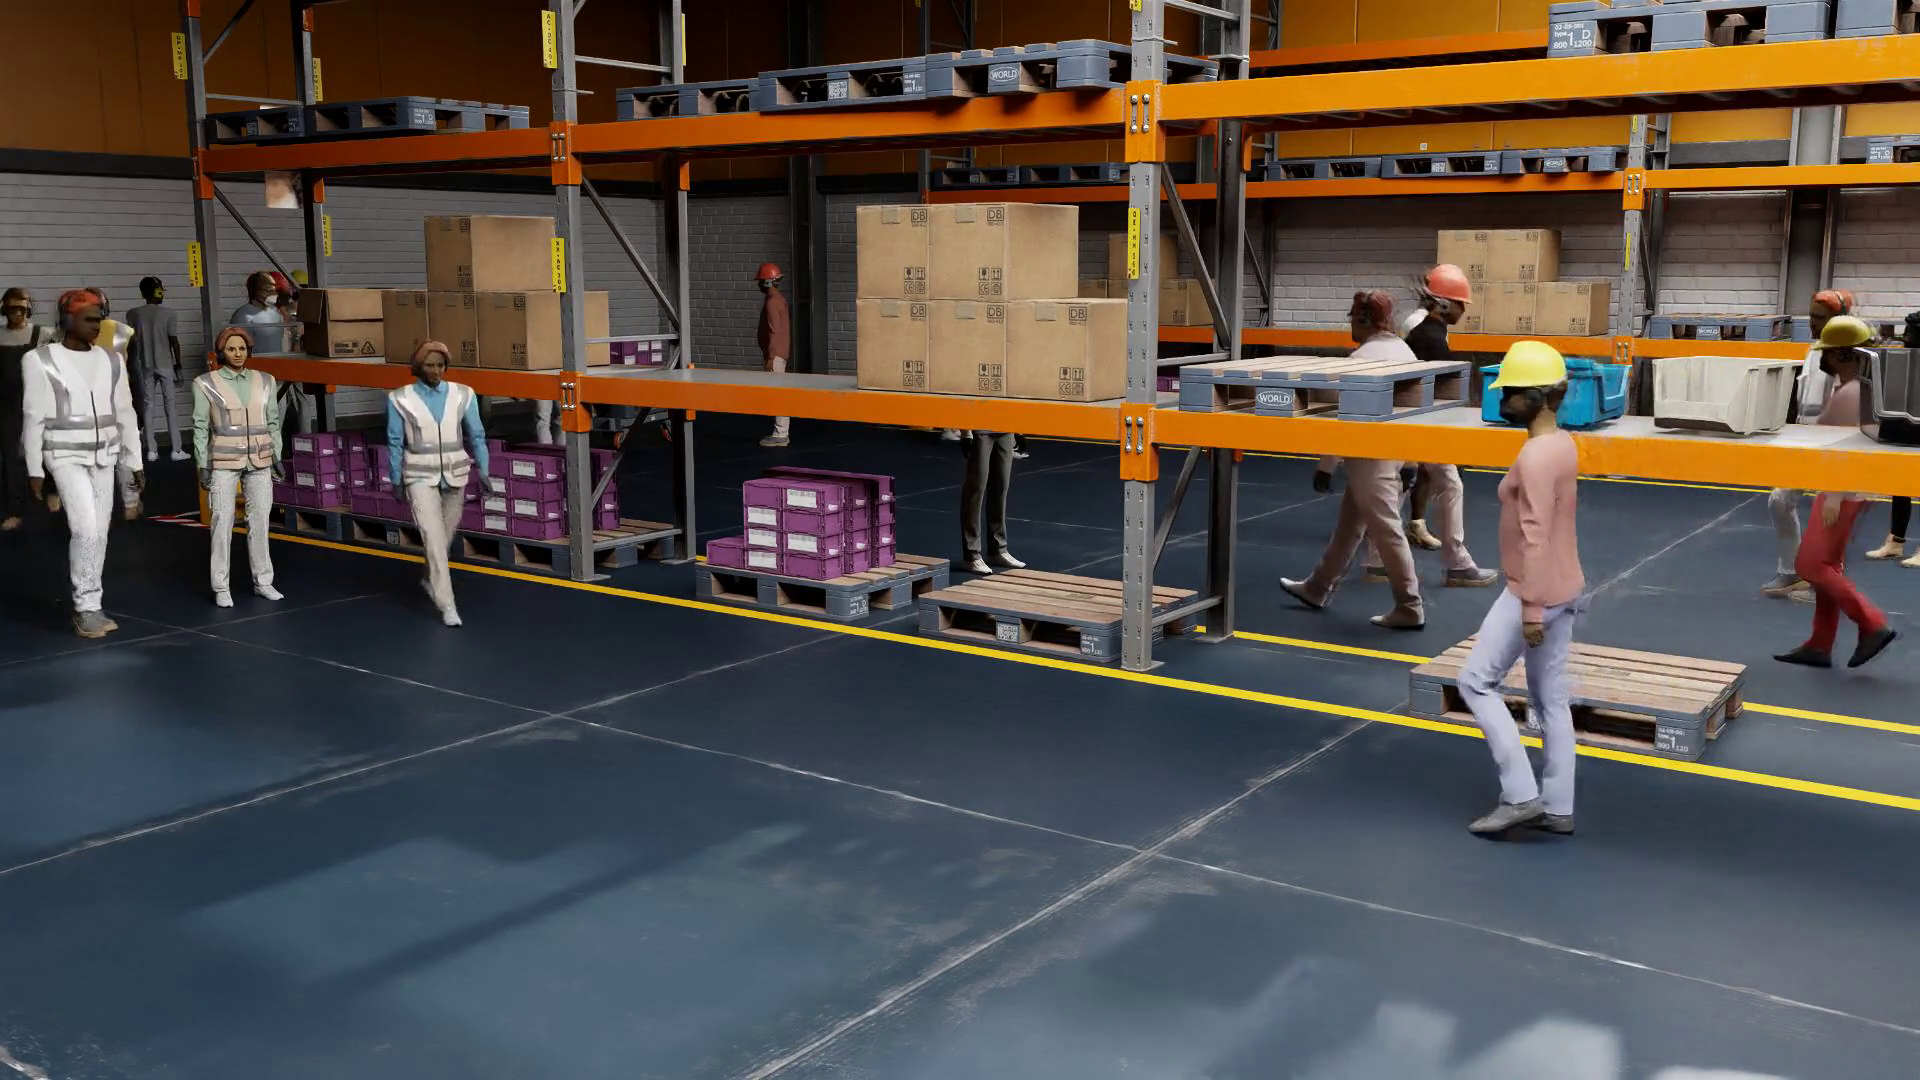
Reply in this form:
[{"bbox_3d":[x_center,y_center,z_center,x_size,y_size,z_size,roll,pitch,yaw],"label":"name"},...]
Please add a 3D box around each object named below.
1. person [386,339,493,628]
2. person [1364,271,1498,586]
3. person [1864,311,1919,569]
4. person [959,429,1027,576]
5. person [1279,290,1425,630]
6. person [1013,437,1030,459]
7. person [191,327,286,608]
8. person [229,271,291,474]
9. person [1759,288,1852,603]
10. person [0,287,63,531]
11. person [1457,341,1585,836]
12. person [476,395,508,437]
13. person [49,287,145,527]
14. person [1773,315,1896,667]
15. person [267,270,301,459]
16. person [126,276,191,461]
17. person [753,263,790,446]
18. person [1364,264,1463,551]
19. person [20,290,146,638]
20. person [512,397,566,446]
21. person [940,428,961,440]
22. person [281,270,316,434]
[{"bbox_3d":[-2.982,-0.351,9.452,0.517,1.597,0.872,-6,11,-32],"label":"person"},{"bbox_3d":[2.970,-0.677,10.320,0.900,1.944,0.647,0,10,0],"label":"person"},{"bbox_3d":[6.323,-0.663,11.001,0.321,1.699,0.537,-2,10,-12],"label":"person"},{"bbox_3d":[0.214,-0.743,10.808,0.369,1.925,0.586,9,13,44],"label":"person"},{"bbox_3d":[2.218,-0.454,9.282,0.980,1.851,0.674,8,12,39],"label":"person"},{"bbox_3d":[0.509,-1.797,17.310,0.651,1.860,0.906,-5,11,-25],"label":"person"},{"bbox_3d":[-4.235,-0.429,9.789,0.311,1.638,0.522,9,13,42],"label":"person"},{"bbox_3d":[-5.795,-1.262,13.869,0.373,1.938,0.630,1,10,5],"label":"person"},{"bbox_3d":[5.001,-0.528,9.722,0.567,1.862,0.584,-1,10,-4],"label":"person"},{"bbox_3d":[-7.101,-1.005,12.647,0.552,1.832,0.601,-2,10,-14],"label":"person"},{"bbox_3d":[1.988,0.186,5.816,0.466,1.750,0.533,6,11,33],"label":"person"},{"bbox_3d":[-5.467,-2.117,19.155,0.315,1.870,0.532,-7,12,-37],"label":"person"},{"bbox_3d":[-6.551,-1.012,12.717,0.644,1.811,0.846,-3,10,-20],"label":"person"},{"bbox_3d":[4.330,-0.218,8.162,0.438,1.752,0.549,6,11,30],"label":"person"},{"bbox_3d":[-6.284,-1.467,15.105,0.904,1.941,0.664,-2,10,-10],"label":"person"},{"bbox_3d":[-8.133,-1.724,16.836,0.512,1.866,0.330,-1,10,-6],"label":"person"},{"bbox_3d":[-2.058,-2.024,18.227,0.396,1.992,0.623,0,10,2],"label":"person"},{"bbox_3d":[3.161,-0.925,11.667,0.683,2.000,0.692,6,11,34],"label":"person"},{"bbox_3d":[-4.667,-0.403,8.950,0.597,1.864,0.595,5,11,28],"label":"person"},{"bbox_3d":[-3.676,-1.411,14.919,0.659,1.896,0.959,-3,10,-18],"label":"person"},{"bbox_3d":[-0.037,-2.006,18.872,0.322,1.742,0.493,4,10,22],"label":"person"},{"bbox_3d":[-6.996,-1.915,17.778,0.371,1.929,0.584,7,12,37],"label":"person"}]
